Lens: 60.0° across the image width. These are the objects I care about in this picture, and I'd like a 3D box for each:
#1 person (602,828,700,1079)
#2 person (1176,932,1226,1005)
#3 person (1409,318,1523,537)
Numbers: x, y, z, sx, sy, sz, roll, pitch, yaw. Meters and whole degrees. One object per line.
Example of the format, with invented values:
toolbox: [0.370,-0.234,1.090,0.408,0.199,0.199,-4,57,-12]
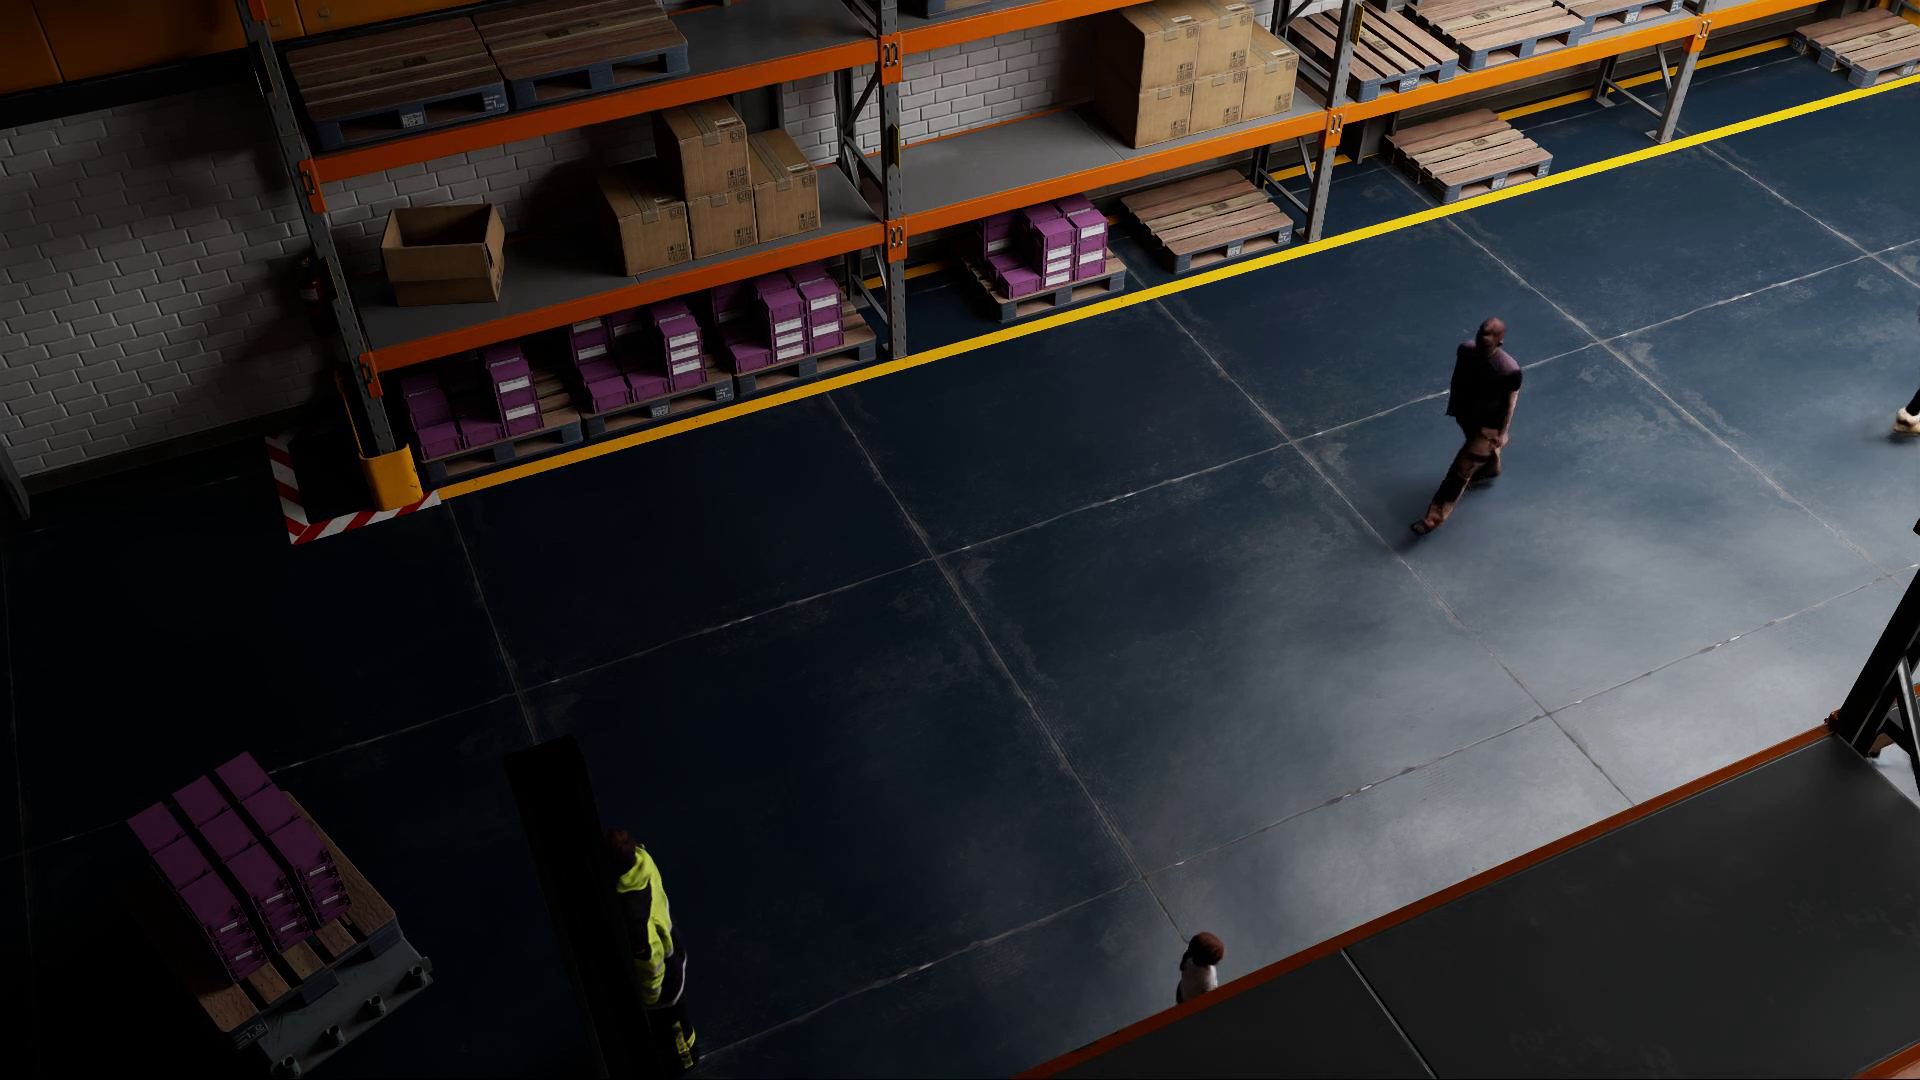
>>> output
person: [-1.579,2.057,8.351,0.689,1.976,0.800,-12,45,-12]
person: [1.210,2.374,8.713,0.490,1.018,0.469,-9,44,-9]
person: [3.698,-0.857,11.584,1.339,1.736,0.775,-20,47,-20]
